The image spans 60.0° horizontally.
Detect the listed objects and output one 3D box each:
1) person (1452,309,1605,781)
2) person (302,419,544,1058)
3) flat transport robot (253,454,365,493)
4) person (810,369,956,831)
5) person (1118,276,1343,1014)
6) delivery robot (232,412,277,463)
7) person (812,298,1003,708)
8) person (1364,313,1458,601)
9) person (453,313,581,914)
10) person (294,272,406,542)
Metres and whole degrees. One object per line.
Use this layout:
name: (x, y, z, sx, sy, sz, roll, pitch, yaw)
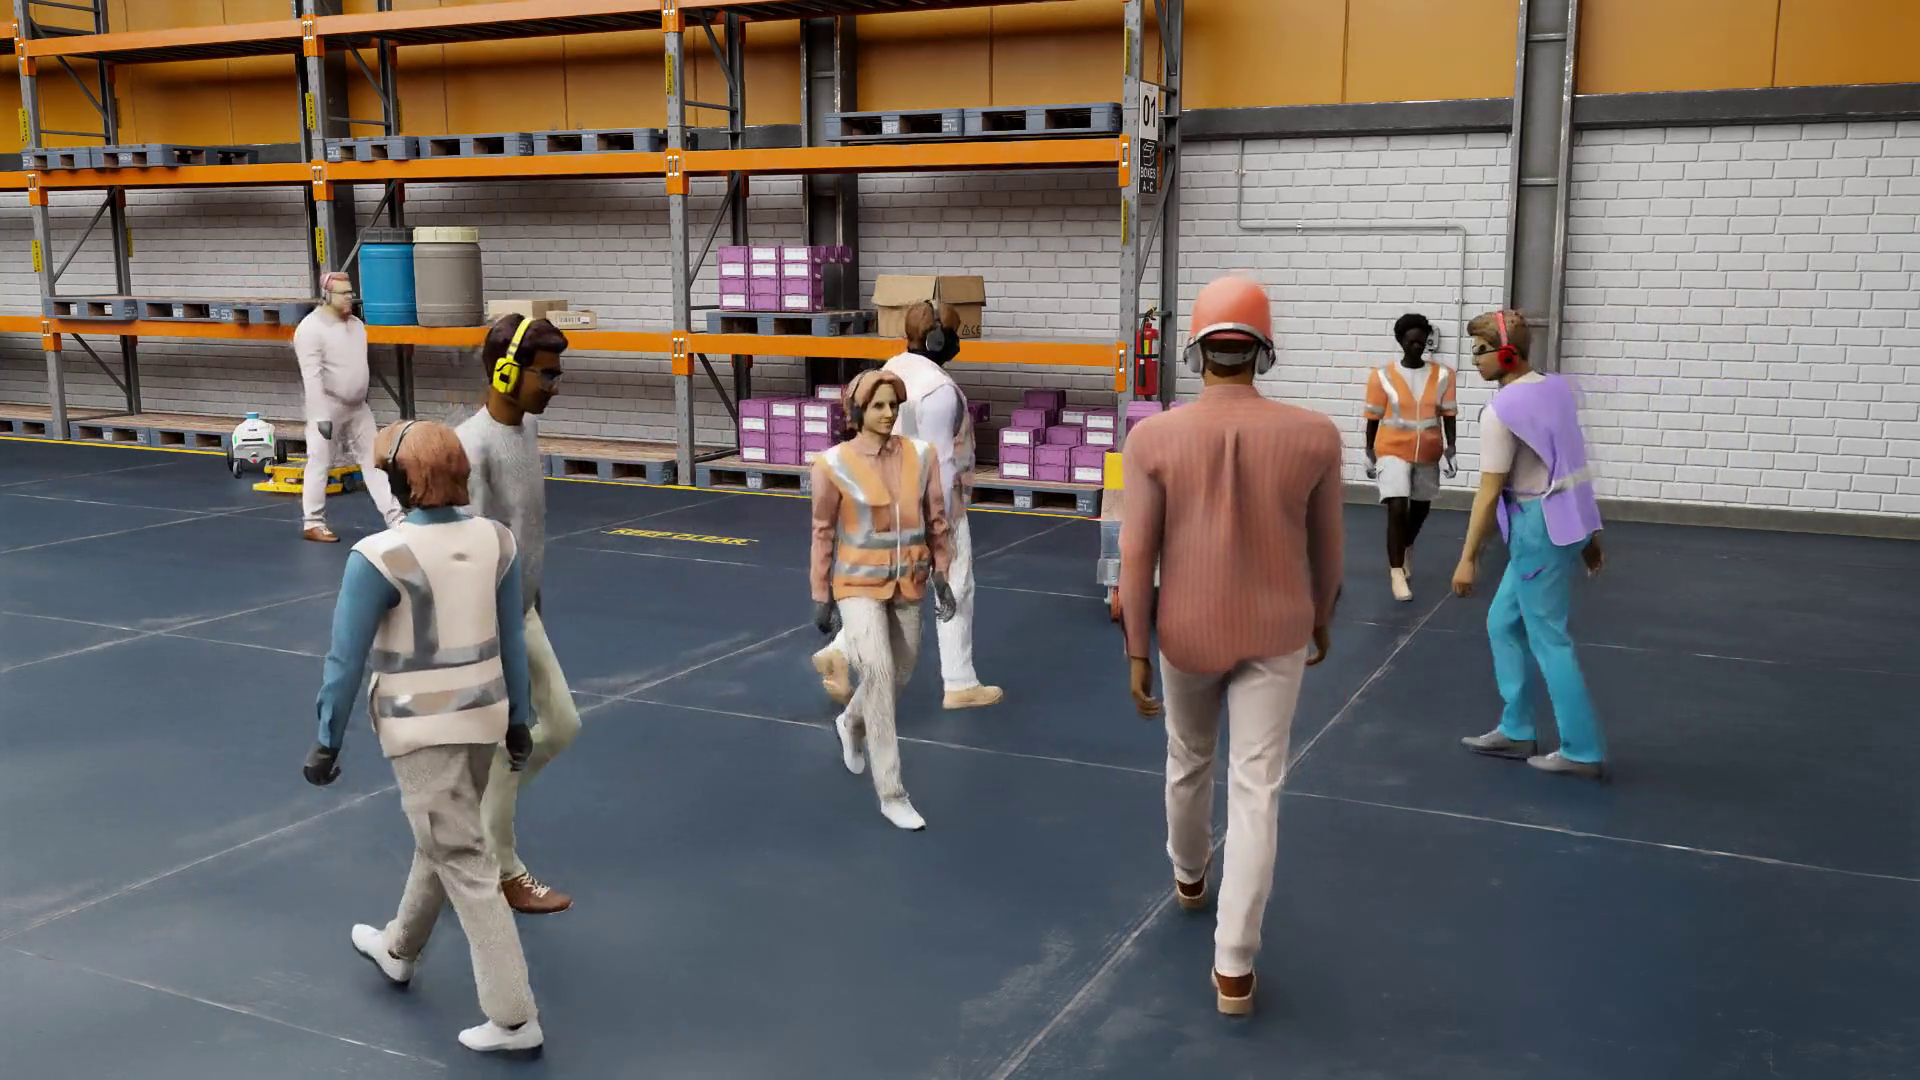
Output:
person: (2.192, 0.024, 6.377, 0.684, 1.788, 0.589, 8, 13, 39)
person: (-1.380, 0.493, 4.251, 0.845, 1.592, 0.530, 5, 11, 28)
flat transport robot: (-5.282, -0.589, 14.246, 0.652, 0.197, 1.431, 3, 10, 19)
person: (-0.315, 0.173, 6.052, 0.514, 1.612, 0.786, -7, 12, -33)
person: (0.761, 0.240, 4.703, 0.611, 1.937, 1.024, 2, 10, 9)
delivery robot: (-6.367, -0.911, 15.010, 0.477, 0.478, 0.707, -4, 11, -20)
person: (-0.224, -0.137, 7.226, 0.787, 1.821, 0.624, -5, 11, -29)
person: (2.643, -0.519, 9.860, 0.533, 1.664, 0.790, -1, 10, -3)
person: (-1.341, 0.245, 4.976, 0.451, 1.840, 0.565, 1, 10, 8)
person: (-4.167, -0.888, 11.406, 0.958, 1.863, 0.671, 4, 11, 22)
